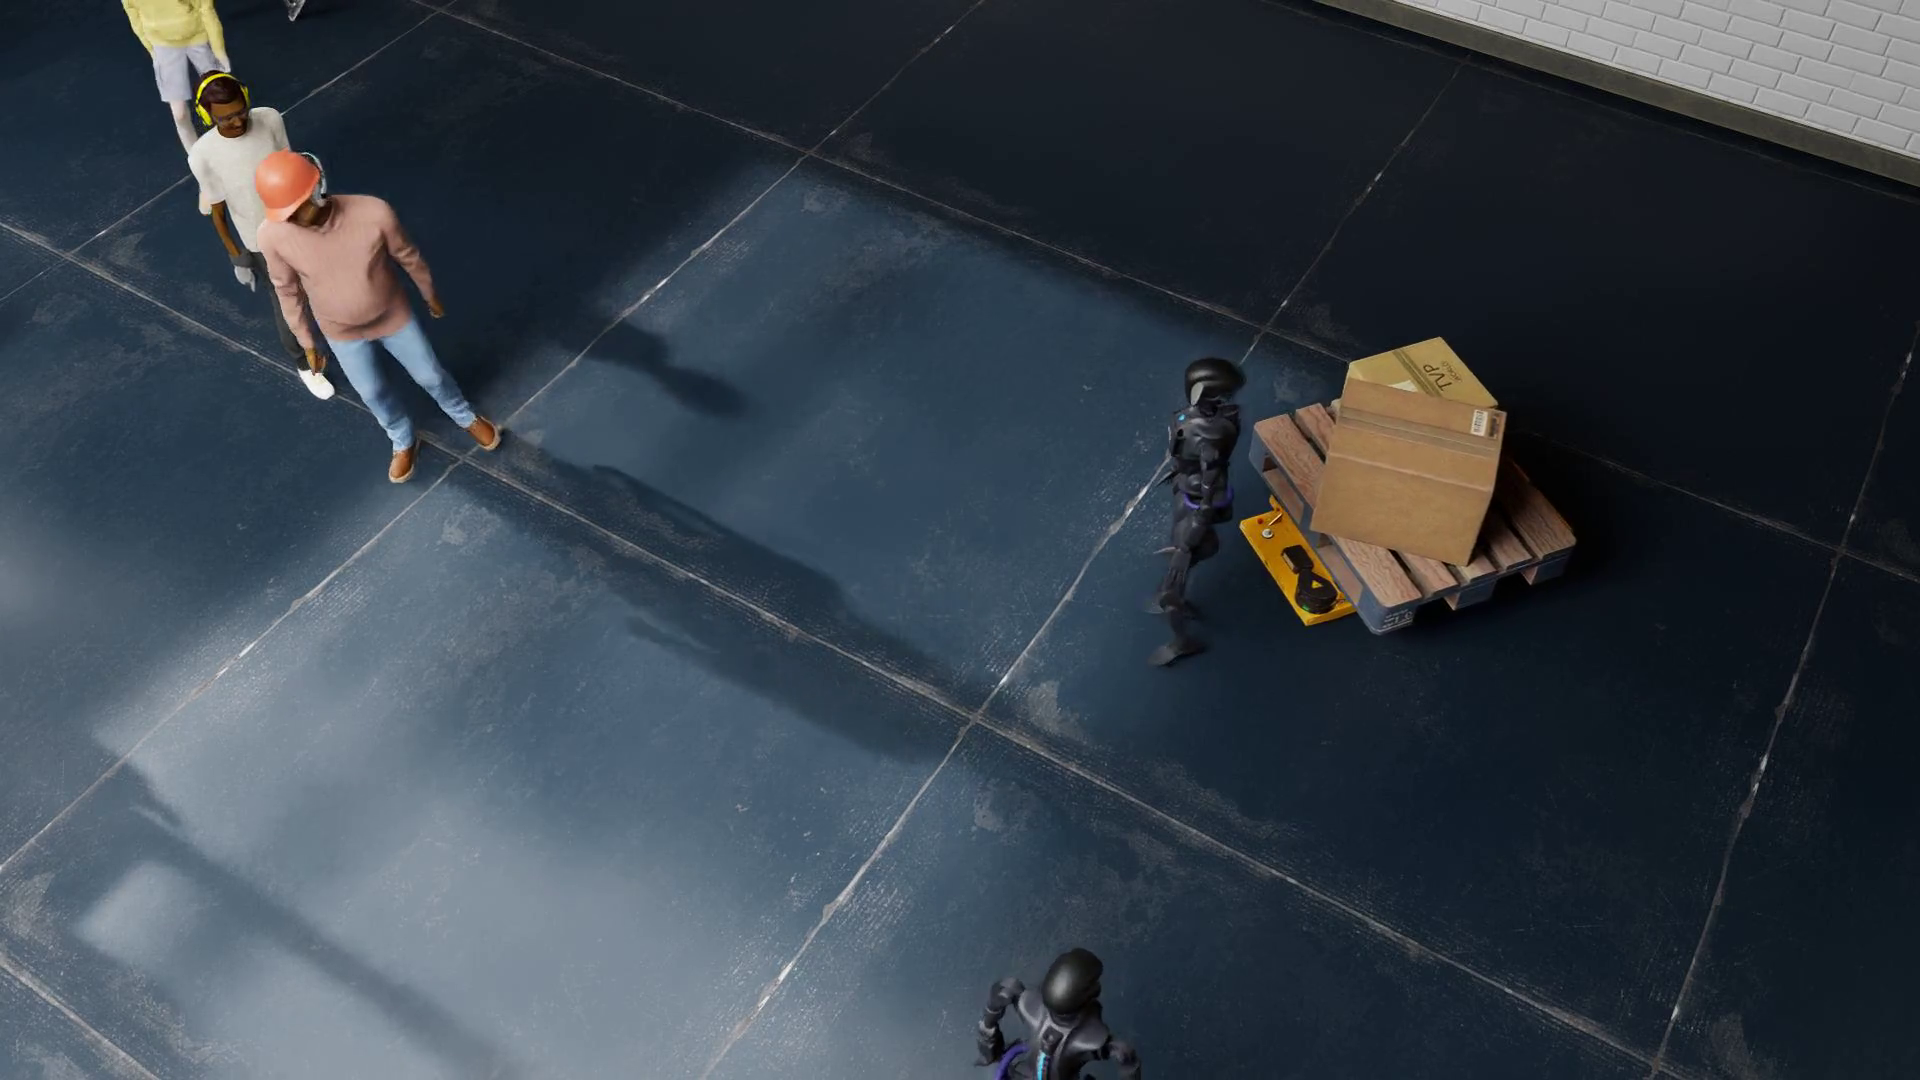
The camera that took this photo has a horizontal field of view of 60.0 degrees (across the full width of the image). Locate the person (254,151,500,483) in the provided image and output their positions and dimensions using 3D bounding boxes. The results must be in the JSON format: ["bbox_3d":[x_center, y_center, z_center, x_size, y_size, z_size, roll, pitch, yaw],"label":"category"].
[{"bbox_3d":[-2.694,-1.008,7.584,0.694,1.947,0.498,-12,50,-10],"label":"person"}]

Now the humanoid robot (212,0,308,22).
[{"bbox_3d":[-4.625,-3.969,10.331,0.970,1.773,0.541,-15,51,-13],"label":"humanoid robot"}]

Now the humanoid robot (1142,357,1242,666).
[{"bbox_3d":[0.959,-0.157,7.013,0.349,1.650,0.600,-1,49,-1],"label":"humanoid robot"}]

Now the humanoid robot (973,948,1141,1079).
[{"bbox_3d":[0.270,1.799,5.305,0.597,1.640,0.381,23,53,19],"label":"humanoid robot"}]

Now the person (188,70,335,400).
[{"bbox_3d":[-3.293,-1.465,8.046,0.345,1.856,0.520,31,56,24],"label":"person"}]

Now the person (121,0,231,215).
[{"bbox_3d":[-4.255,-2.673,9.095,0.480,1.869,0.763,-13,50,-11],"label":"person"}]

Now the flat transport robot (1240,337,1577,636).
[{"bbox_3d":[2.119,-0.073,7.880,1.431,0.231,0.659,-17,51,-14],"label":"flat transport robot"}]
